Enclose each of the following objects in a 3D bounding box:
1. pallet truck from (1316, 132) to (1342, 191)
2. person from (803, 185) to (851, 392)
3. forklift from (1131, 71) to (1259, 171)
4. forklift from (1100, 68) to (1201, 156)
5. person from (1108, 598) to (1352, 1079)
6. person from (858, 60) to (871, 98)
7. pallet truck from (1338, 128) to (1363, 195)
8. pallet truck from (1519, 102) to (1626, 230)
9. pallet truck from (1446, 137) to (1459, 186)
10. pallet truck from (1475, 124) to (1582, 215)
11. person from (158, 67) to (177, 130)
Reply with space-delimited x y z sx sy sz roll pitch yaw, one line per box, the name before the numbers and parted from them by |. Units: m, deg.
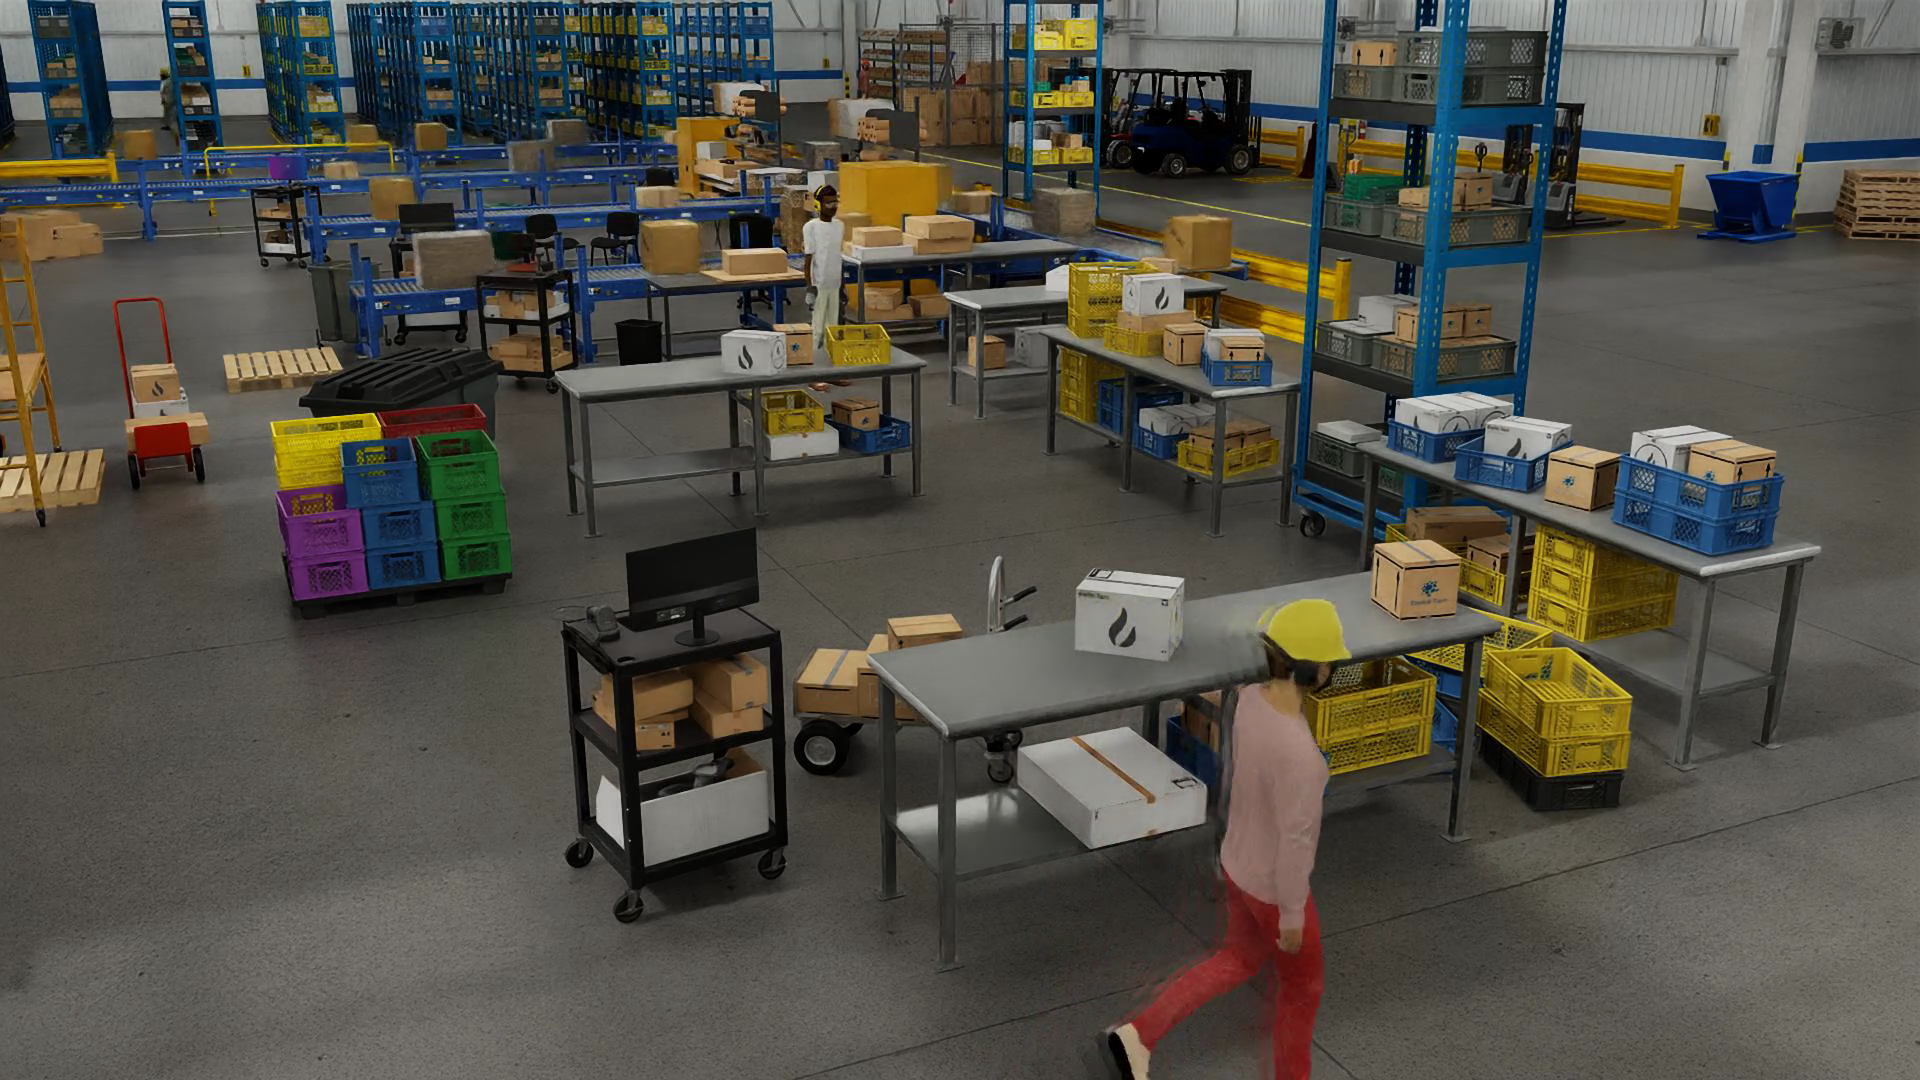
pallet truck | 7.723 -7.504 32.656 1.601 1.201 0.680 -8 19 -23
person | -1.215 -2.304 15.233 0.325 1.871 0.516 14 22 37
forklift | 4.998 -8.936 35.413 2.680 1.987 1.157 -9 20 -25
forklift | 4.082 -9.564 37.410 2.680 1.987 1.157 -8 19 -23
person | 0.866 1.004 5.035 0.714 1.738 0.524 -3 18 -9
person | -2.892 -13.582 50.582 0.400 1.987 0.608 -6 19 -19
pallet truck | 7.845 -7.140 31.411 1.522 1.261 0.704 -9 20 -25
pallet truck | 9.972 -6.037 26.785 1.885 1.965 0.823 -9 20 -25
pallet truck | 9.184 -6.485 29.328 1.630 1.274 0.653 -8 19 -23
pallet truck | 9.707 -6.455 28.103 1.885 1.965 0.823 -7 19 -20
person | -23.362 -13.067 49.244 0.786 1.805 0.591 -12 21 -33
